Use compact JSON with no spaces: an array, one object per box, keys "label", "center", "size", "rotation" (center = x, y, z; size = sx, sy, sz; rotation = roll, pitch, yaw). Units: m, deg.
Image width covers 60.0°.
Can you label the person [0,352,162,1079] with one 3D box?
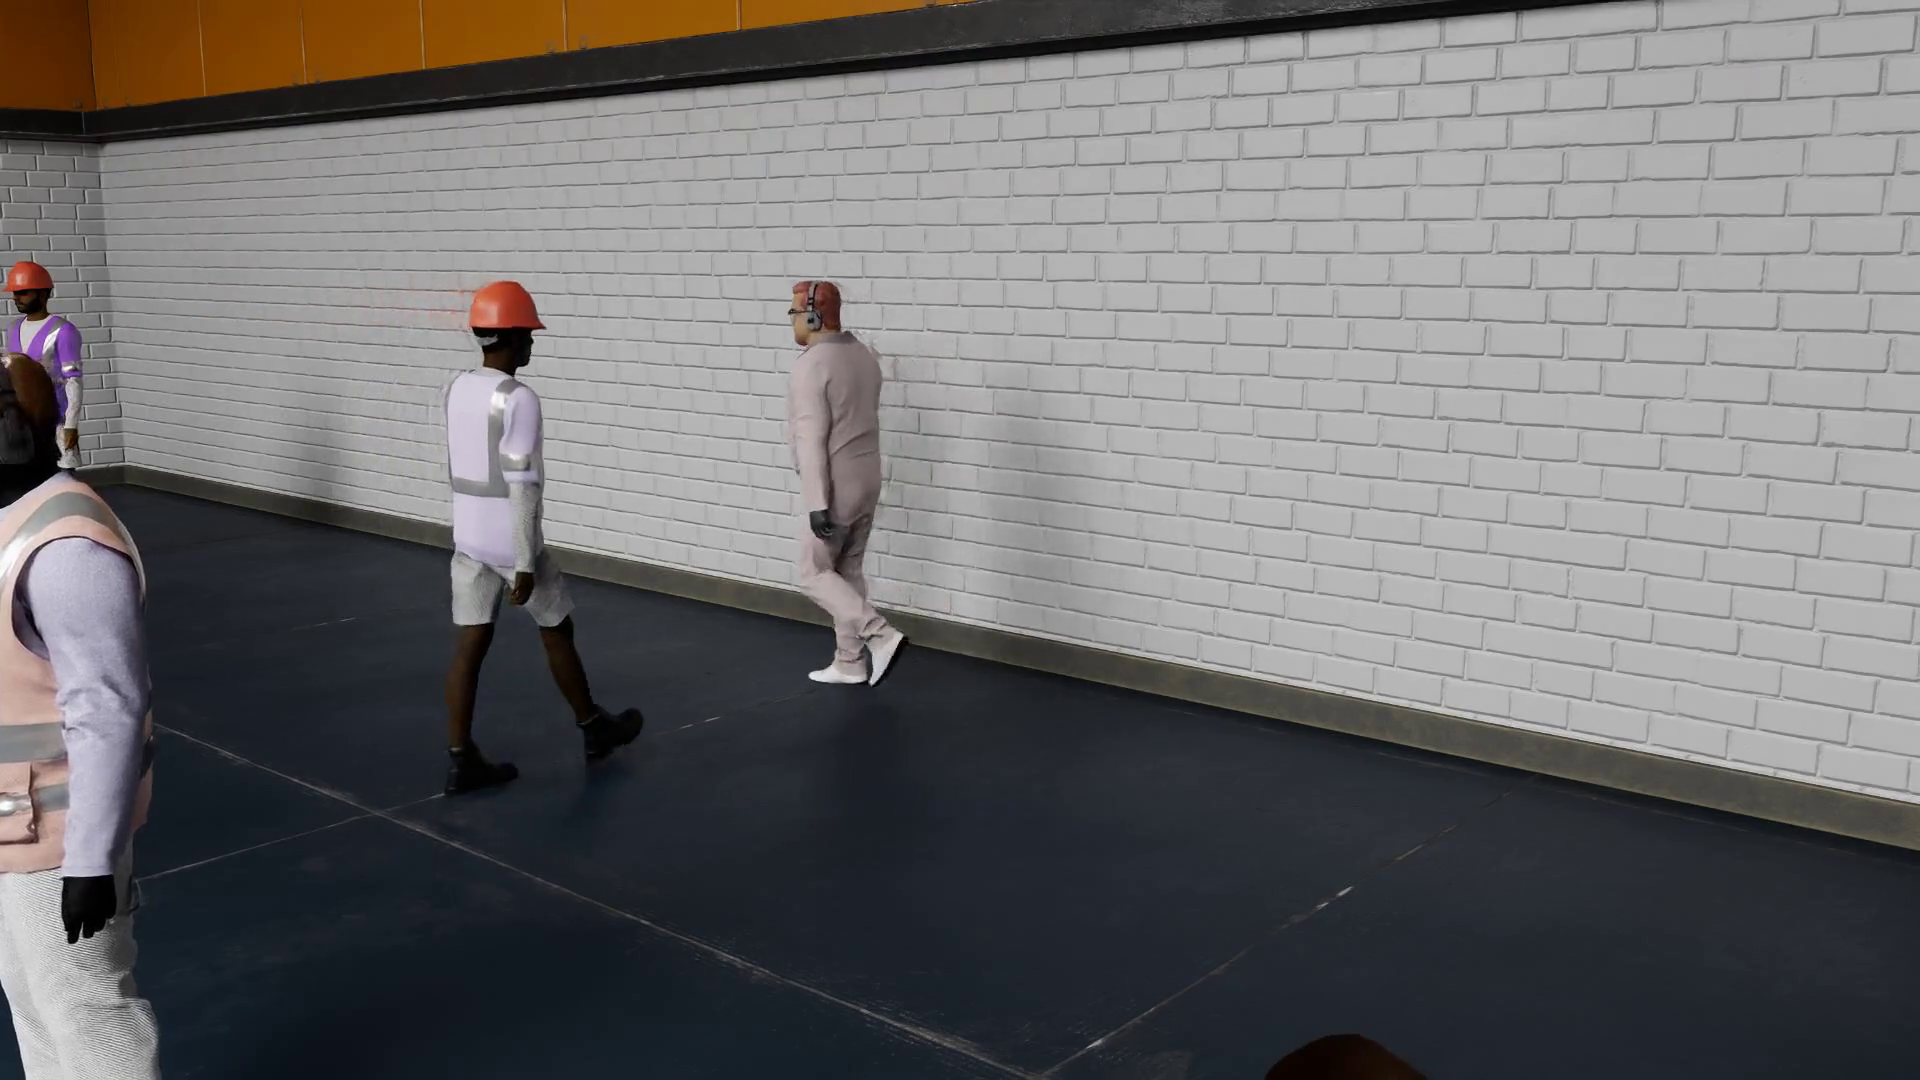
[{"label":"person","center":[-1.784,0.562,3.202],"size":[0.643,1.848,0.429],"rotation":[10,14,44]}]

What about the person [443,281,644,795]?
[{"label":"person","center":[-1.639,-0.021,6.320],"size":[0.553,1.905,0.834],"rotation":[7,12,36]}]

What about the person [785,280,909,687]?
[{"label":"person","center":[-0.506,-0.220,7.491],"size":[0.566,1.891,0.639],"rotation":[5,11,27]}]

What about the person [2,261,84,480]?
[{"label":"person","center":[-5.772,-0.772,10.470],"size":[0.545,1.938,0.354],"rotation":[3,10,15]}]
